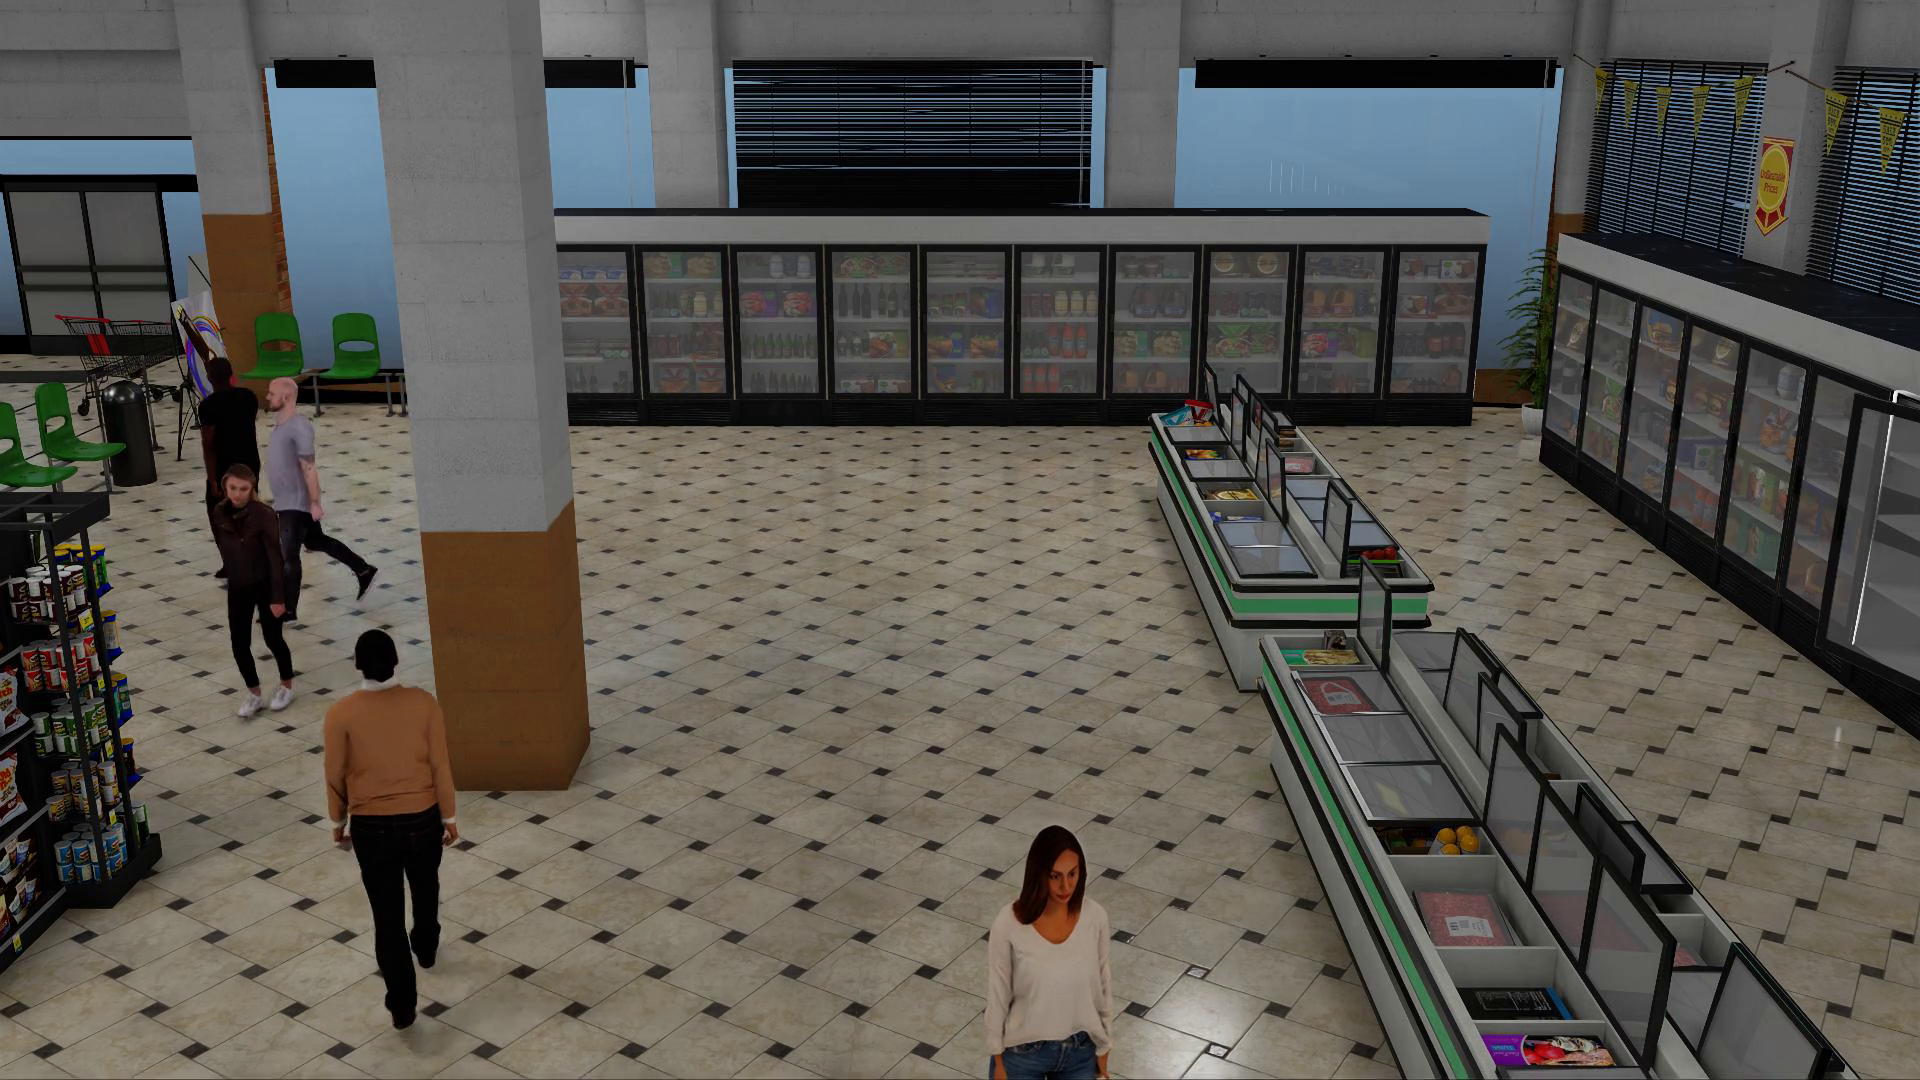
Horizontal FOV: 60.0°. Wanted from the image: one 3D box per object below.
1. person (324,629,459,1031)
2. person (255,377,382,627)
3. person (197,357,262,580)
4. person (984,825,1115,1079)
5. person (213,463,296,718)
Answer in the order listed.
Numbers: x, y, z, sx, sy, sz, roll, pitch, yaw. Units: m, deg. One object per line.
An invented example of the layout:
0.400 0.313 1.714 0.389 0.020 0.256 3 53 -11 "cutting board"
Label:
-2.430 1.263 7.166 0.985 1.725 1.263 -7 18 -22 "person"
-4.736 -0.297 12.157 1.148 1.810 1.222 -10 20 -31 "person"
-5.545 -0.504 12.844 0.892 1.807 0.823 12 21 35 "person"
0.291 1.736 5.690 0.655 1.677 0.619 -4 17 -12 "person"
-4.397 0.297 10.448 0.660 1.666 0.733 5 17 15 "person"
